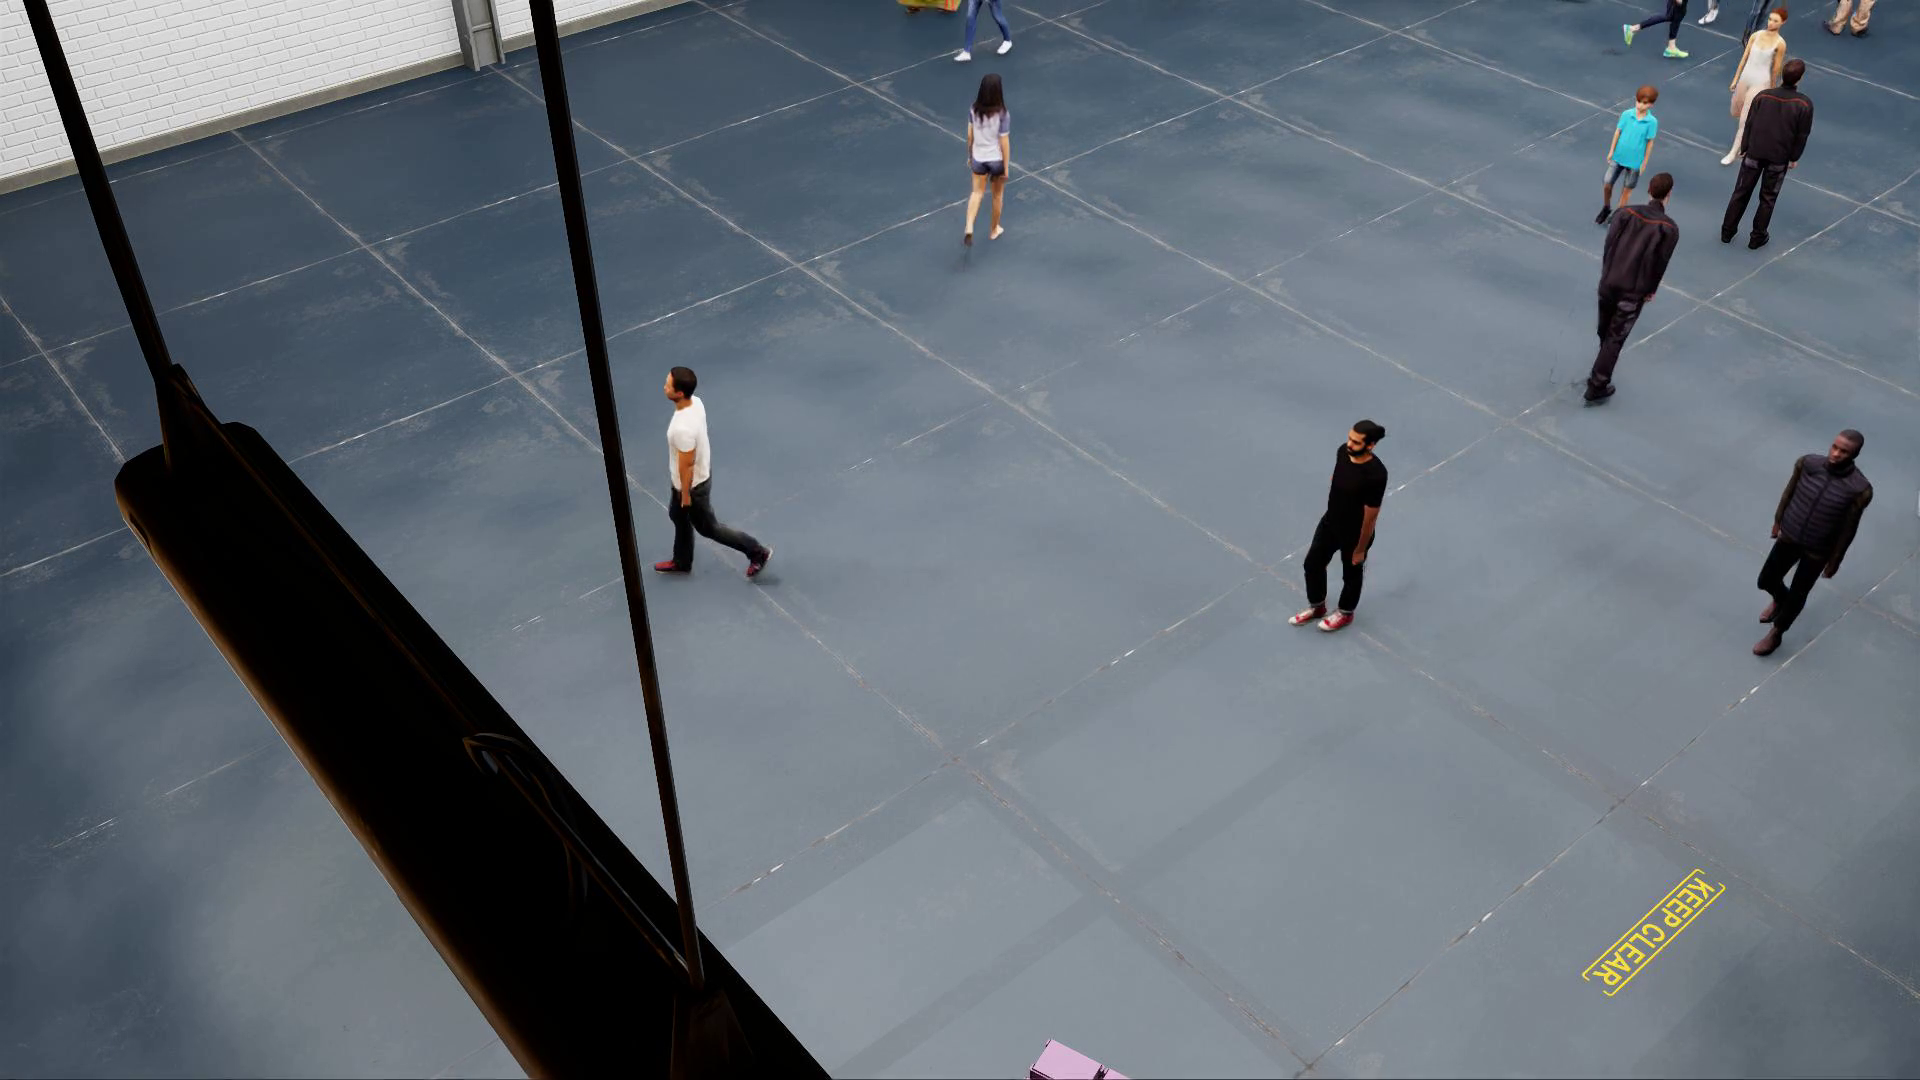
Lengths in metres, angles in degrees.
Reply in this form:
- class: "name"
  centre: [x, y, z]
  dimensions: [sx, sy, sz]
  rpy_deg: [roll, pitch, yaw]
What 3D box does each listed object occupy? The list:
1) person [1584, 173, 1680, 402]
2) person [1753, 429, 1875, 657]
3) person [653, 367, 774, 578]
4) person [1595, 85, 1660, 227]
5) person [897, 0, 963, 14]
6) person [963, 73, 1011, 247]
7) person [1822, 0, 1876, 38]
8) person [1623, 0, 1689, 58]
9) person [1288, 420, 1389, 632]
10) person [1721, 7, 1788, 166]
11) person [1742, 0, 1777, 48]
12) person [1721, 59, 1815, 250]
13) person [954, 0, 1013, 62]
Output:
- class: "person"
  centre: [5.417, -2.035, 13.684]
  dimensions: [1.270, 1.823, 0.783]
  rpy_deg: [-30, 48, -32]
- class: "person"
  centre: [5.734, -0.010, 11.146]
  dimensions: [0.731, 1.826, 0.700]
  rpy_deg: [-26, 45, -29]
- class: "person"
  centre: [-1.786, -0.427, 11.710]
  dimensions: [1.209, 1.775, 1.062]
  rpy_deg: [-3, 39, -3]
- class: "person"
  centre: [6.510, -3.742, 16.126]
  dimensions: [0.595, 1.444, 0.589]
  rpy_deg: [24, 45, 27]
- class: "person"
  centre: [-0.210, -7.289, 20.415]
  dimensions: [1.102, 1.635, 0.719]
  rpy_deg: [-29, 47, -31]
- class: "person"
  centre: [0.232, -3.532, 15.645]
  dimensions: [0.839, 1.716, 1.013]
  rpy_deg: [16, 41, 19]
- class: "person"
  centre: [10.871, -6.901, 19.772]
  dimensions: [0.896, 1.830, 0.933]
  rpy_deg: [20, 43, 23]
- class: "person"
  centre: [8.257, -6.428, 19.296]
  dimensions: [1.028, 1.685, 1.060]
  rpy_deg: [8, 39, 10]
- class: "person"
  centre: [2.710, -0.107, 11.329]
  dimensions: [0.745, 1.750, 0.703]
  rpy_deg: [-20, 43, -23]
- class: "person"
  centre: [8.254, -4.735, 17.227]
  dimensions: [0.944, 1.621, 0.561]
  rpy_deg: [-26, 46, -29]
- class: "person"
  centre: [9.582, -6.521, 19.708]
  dimensions: [0.541, 1.316, 0.616]
  rpy_deg: [-7, 39, -8]
- class: "person"
  centre: [7.618, -3.637, 15.679]
  dimensions: [0.778, 1.837, 0.677]
  rpy_deg: [23, 44, 26]
- class: "person"
  centre: [0.368, -6.417, 19.281]
  dimensions: [0.686, 1.686, 1.082]
  rpy_deg: [30, 47, 32]
